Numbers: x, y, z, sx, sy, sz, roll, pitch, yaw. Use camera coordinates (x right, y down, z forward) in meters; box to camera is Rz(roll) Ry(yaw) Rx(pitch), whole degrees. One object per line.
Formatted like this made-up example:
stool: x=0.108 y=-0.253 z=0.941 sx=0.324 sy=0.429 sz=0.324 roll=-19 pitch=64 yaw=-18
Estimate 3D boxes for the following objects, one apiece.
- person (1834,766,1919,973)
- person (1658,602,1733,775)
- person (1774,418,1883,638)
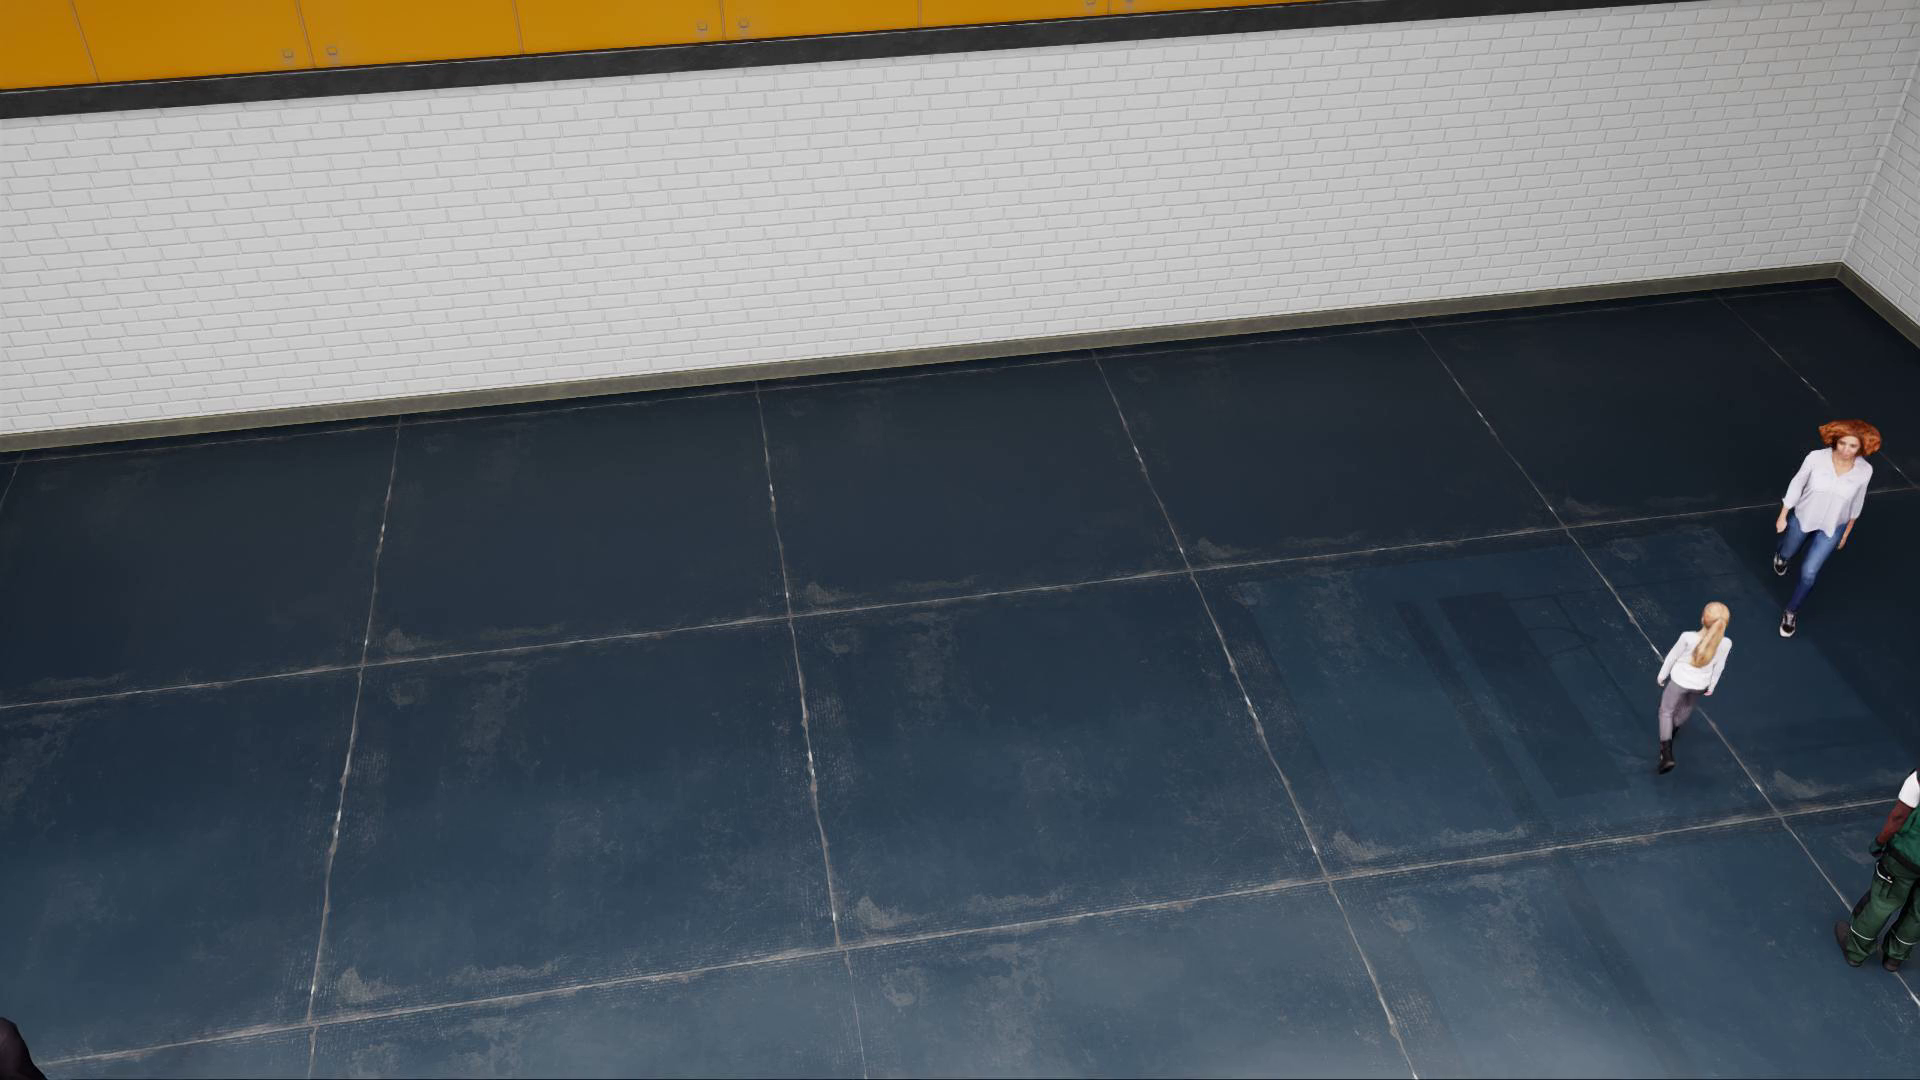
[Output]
person: x=5.299 y=1.706 z=9.127 sx=0.769 sy=1.840 sz=0.749 roll=8 pitch=39 yaw=10
person: x=4.629 y=0.940 z=10.548 sx=0.687 sy=1.262 sz=0.904 roll=7 pitch=39 yaw=9
person: x=6.007 y=-0.188 z=11.627 sx=1.033 sy=1.680 sz=1.143 roll=20 pitch=43 yaw=23
